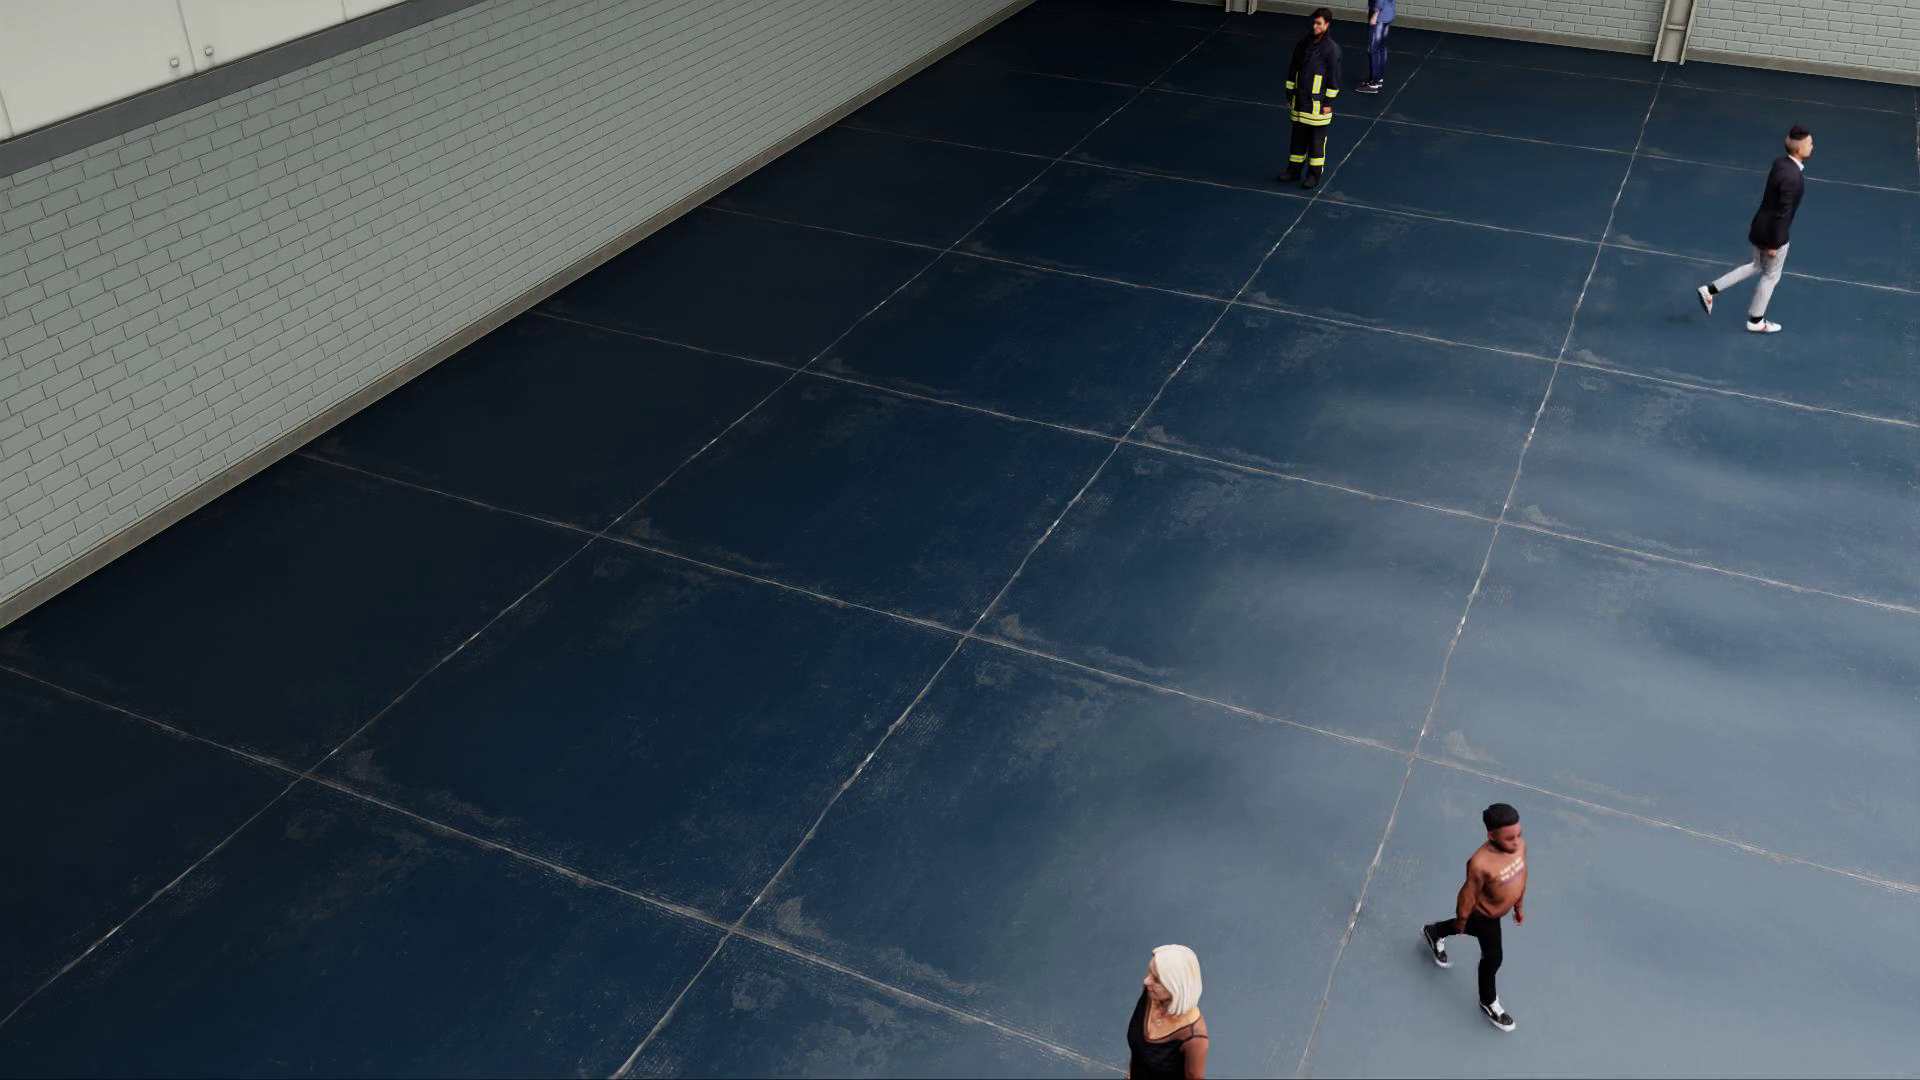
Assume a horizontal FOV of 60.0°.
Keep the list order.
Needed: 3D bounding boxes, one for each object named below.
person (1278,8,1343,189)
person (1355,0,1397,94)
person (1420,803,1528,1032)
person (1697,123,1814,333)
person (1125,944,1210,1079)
[{"bbox_3d":[3.818,-4.797,18.013,0.731,1.927,0.918,26,41,35],"label":"person"},{"bbox_3d":[5.289,-6.579,20.933,0.612,1.825,0.731,18,36,26],"label":"person"},{"bbox_3d":[2.579,1.773,8.248,0.789,1.235,0.974,-22,38,-30],"label":"person"},{"bbox_3d":[7.132,-2.779,14.808,1.097,1.933,0.884,5,33,7],"label":"person"},{"bbox_3d":[0.849,2.319,6.901,0.723,1.747,0.650,-13,34,-20],"label":"person"}]
